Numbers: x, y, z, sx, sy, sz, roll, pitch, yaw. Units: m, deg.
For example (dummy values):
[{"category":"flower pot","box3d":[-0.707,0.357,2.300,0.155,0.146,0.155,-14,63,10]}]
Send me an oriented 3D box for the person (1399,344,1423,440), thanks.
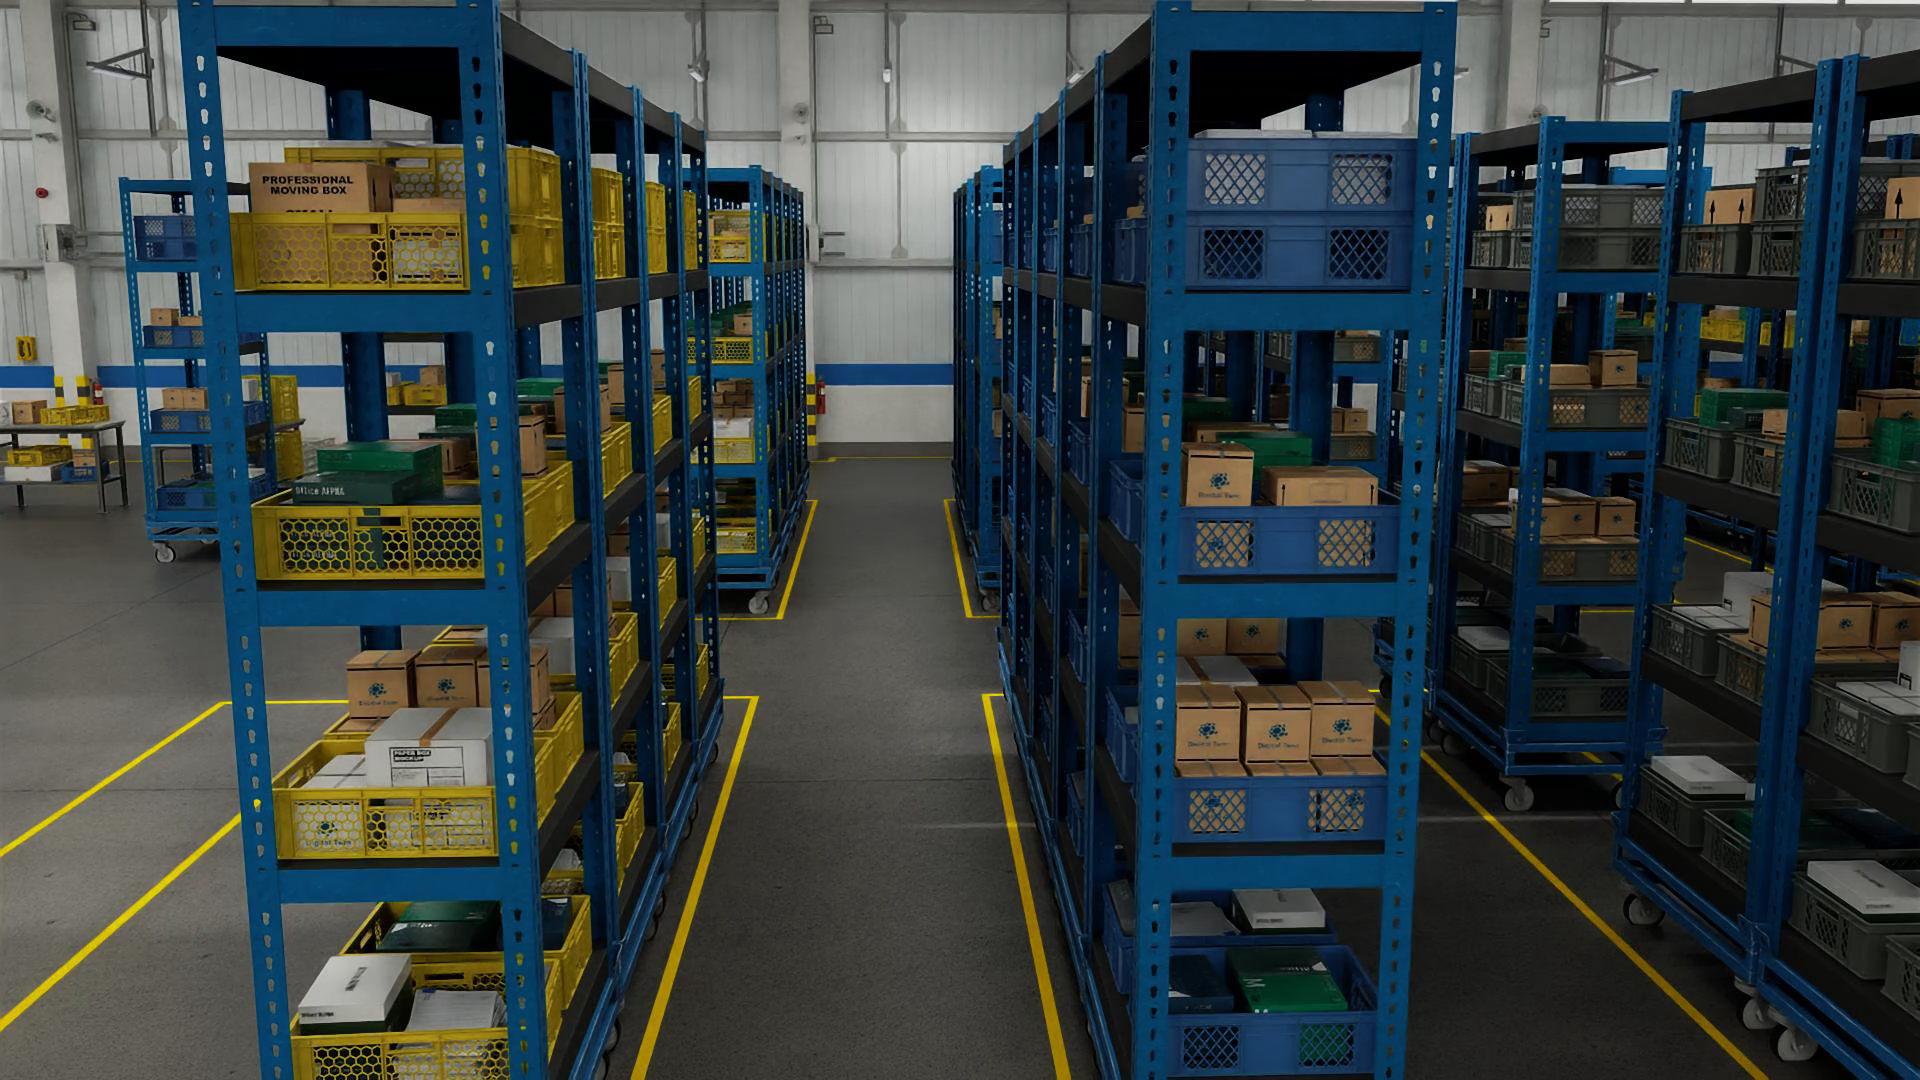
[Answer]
[{"category":"person","box3d":[5.761,-1.611,20.935,0.451,1.830,0.598,-2,10,-12]}]
